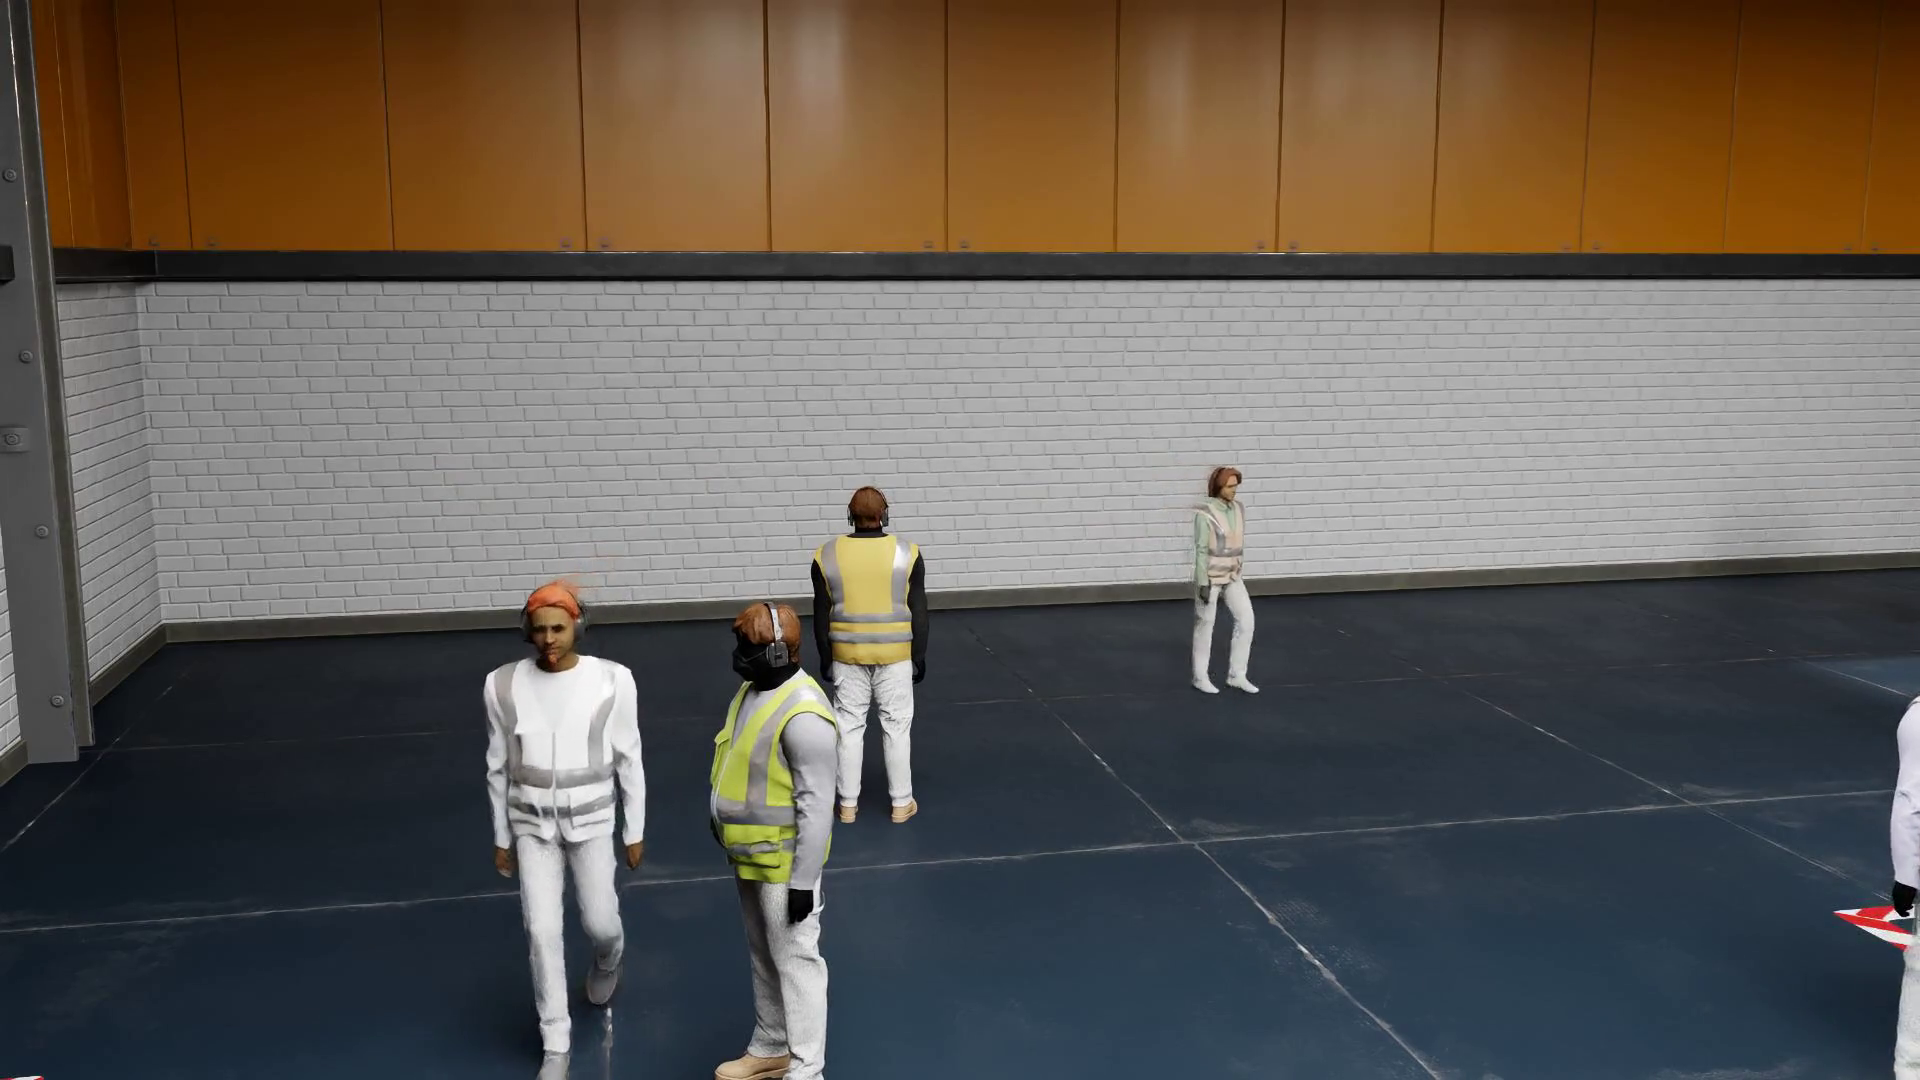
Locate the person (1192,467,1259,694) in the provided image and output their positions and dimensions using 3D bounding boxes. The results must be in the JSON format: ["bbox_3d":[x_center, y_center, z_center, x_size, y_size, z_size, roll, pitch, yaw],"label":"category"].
[{"bbox_3d":[1.869,0.301,11.614,0.553,1.616,0.605,-8,12,-40],"label":"person"}]

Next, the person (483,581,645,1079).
[{"bbox_3d":[-1.475,1.057,6.294,0.584,1.865,0.739,0,9,-3],"label":"person"}]

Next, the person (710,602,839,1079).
[{"bbox_3d":[-0.669,1.126,5.917,0.429,1.843,0.633,-5,11,-28],"label":"person"}]

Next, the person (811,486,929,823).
[{"bbox_3d":[-0.477,0.622,8.993,0.627,1.844,0.429,0,9,2],"label":"person"}]

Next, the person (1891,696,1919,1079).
[{"bbox_3d":[3.530,1.161,5.706,0.633,1.841,0.429,1,9,6],"label":"person"}]
